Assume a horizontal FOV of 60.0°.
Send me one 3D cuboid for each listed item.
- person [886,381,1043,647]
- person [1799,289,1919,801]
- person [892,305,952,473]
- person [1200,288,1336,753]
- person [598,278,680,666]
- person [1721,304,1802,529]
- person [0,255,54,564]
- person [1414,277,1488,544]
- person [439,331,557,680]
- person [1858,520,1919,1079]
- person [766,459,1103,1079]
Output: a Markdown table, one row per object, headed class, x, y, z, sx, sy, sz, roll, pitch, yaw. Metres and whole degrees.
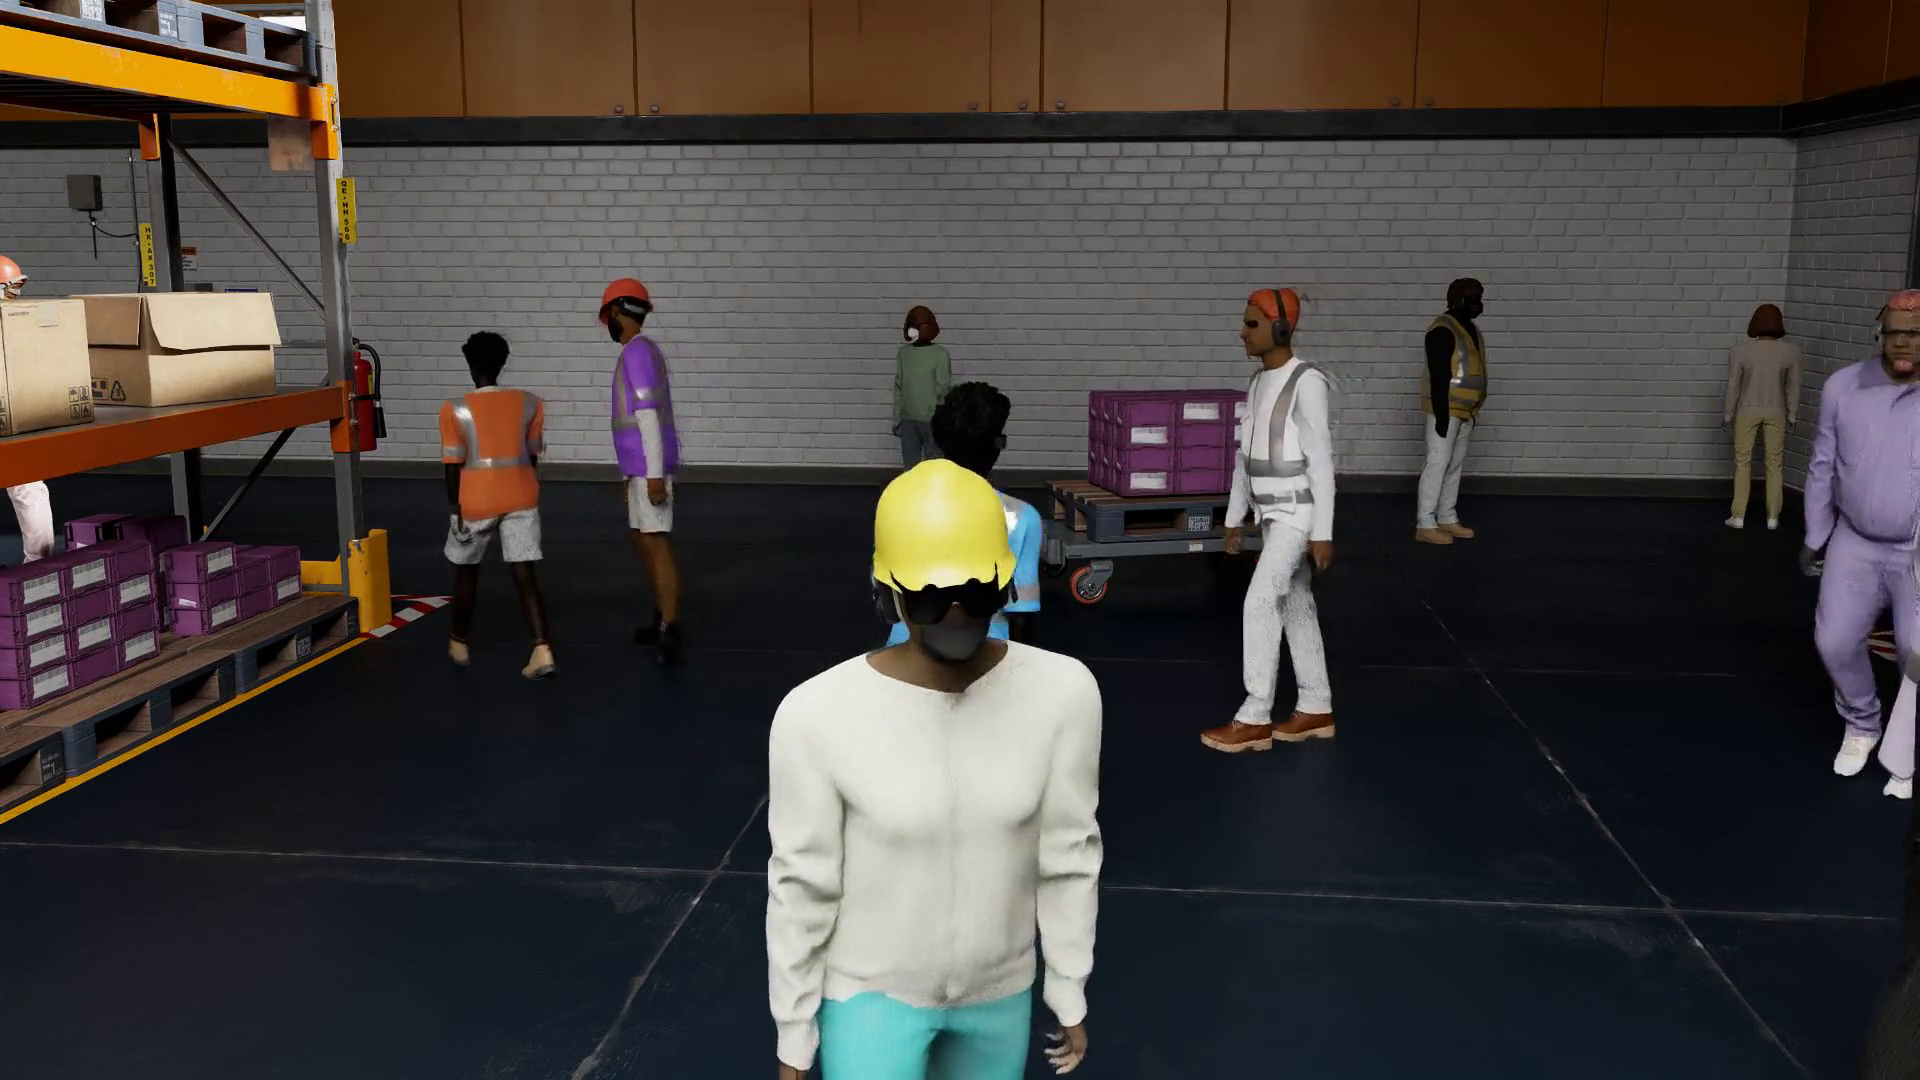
| class | x | y | z | sx | sy | sz | roll | pitch | yaw |
| --- | --- | --- | --- | --- | --- | --- | --- | --- | --- |
| person | 0.022 | 0.368 | 4.786 | 0.544 | 1.643 | 0.868 | 5 | 11 | 25 |
| person | 3.455 | 0.022 | 6.136 | 0.431 | 1.883 | 0.692 | -9 | 13 | -42 |
| person | -0.279 | -0.830 | 11.722 | 0.497 | 1.635 | 0.286 | 8 | 13 | 39 |
| person | 1.235 | -0.070 | 6.705 | 0.764 | 1.862 | 0.630 | -2 | 10 | -12 |
| person | -1.576 | -0.339 | 8.240 | 0.378 | 1.891 | 0.726 | -2 | 10 | -11 |
| person | 5.805 | -0.889 | 12.067 | 0.508 | 1.631 | 0.264 | 2 | 10 | 14 |
| person | -5.623 | -0.688 | 9.880 | 0.382 | 1.993 | 0.622 | -4 | 11 | -21 |
| person | 3.428 | -0.892 | 11.533 | 0.431 | 1.836 | 0.626 | 8 | 13 | 39 |
| person | -2.194 | -0.165 | 7.913 | 0.525 | 1.647 | 0.835 | -6 | 12 | -31 |
| person | 2.048 | 0.500 | 3.303 | 0.594 | 1.919 | 0.372 | -7 | 12 | -34 |
| person | -0.035 | 0.721 | 2.580 | 0.525 | 1.721 | 0.602 | -4 | 11 | -20 |
